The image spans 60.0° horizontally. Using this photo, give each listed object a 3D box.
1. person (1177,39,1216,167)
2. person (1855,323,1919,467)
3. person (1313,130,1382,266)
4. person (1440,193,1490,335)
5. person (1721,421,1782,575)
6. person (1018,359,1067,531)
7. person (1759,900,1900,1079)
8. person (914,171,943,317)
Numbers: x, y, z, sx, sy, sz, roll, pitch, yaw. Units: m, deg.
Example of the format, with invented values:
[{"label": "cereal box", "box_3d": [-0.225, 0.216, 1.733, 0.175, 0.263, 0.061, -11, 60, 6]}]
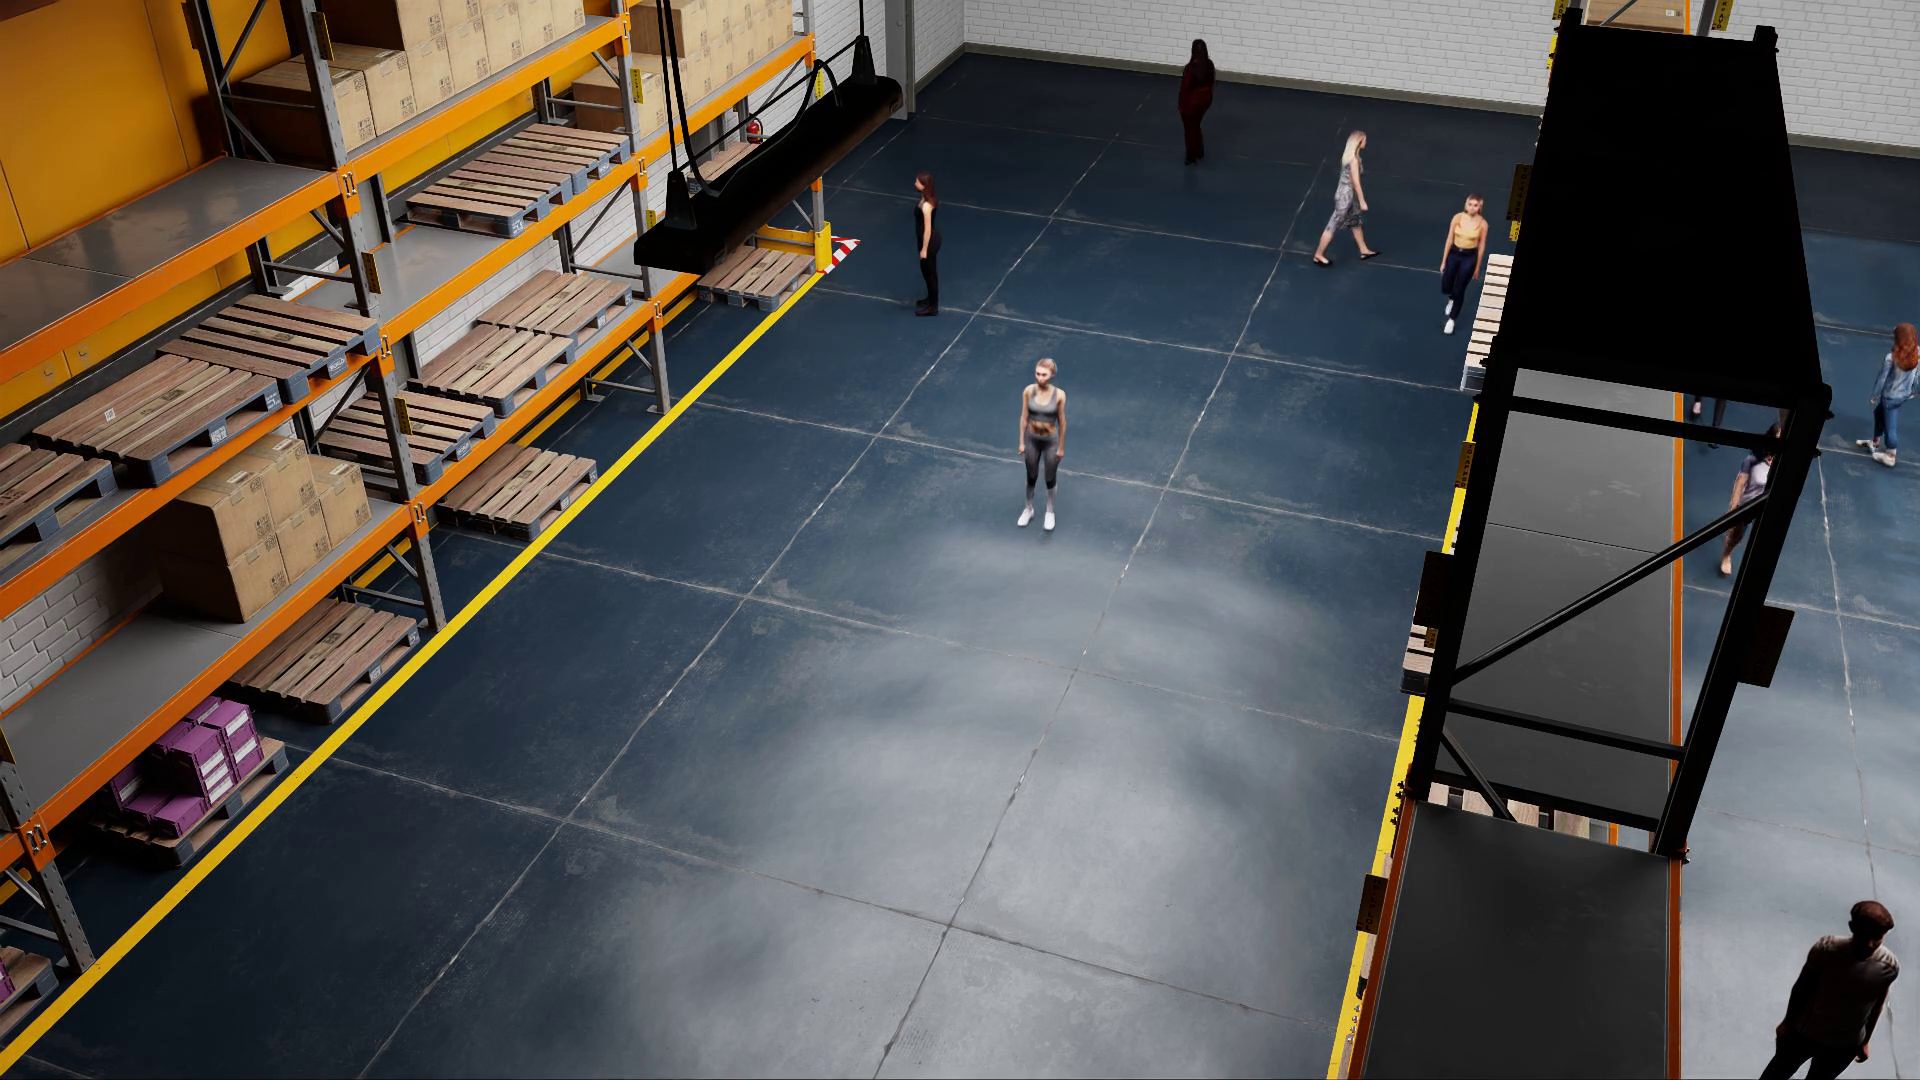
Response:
[{"label": "person", "box_3d": [3.262, -5.894, 22.572, 0.766, 1.744, 0.856, -23, 40, -30]}, {"label": "person", "box_3d": [9.071, -1.379, 16.045, 0.766, 1.451, 0.823, -11, 35, -16]}, {"label": "person", "box_3d": [4.503, -4.047, 19.867, 0.804, 1.663, 1.041, 4, 34, 6]}, {"label": "person", "box_3d": [5.601, -3.122, 18.514, 0.653, 1.620, 0.779, 17, 37, 24]}, {"label": "person", "box_3d": [6.787, -0.281, 14.208, 0.699, 1.656, 1.151, 8, 34, 11]}, {"label": "person", "box_3d": [0.753, -0.878, 15.063, 0.587, 1.702, 0.534, 8, 34, 11]}, {"label": "person", "box_3d": [4.908, 2.751, 9.428, 0.665, 1.897, 0.577, 8, 35, 12]}, {"label": "person", "box_3d": [-0.365, -3.354, 18.802, 0.712, 1.687, 0.571, 1, 34, 2]}]
